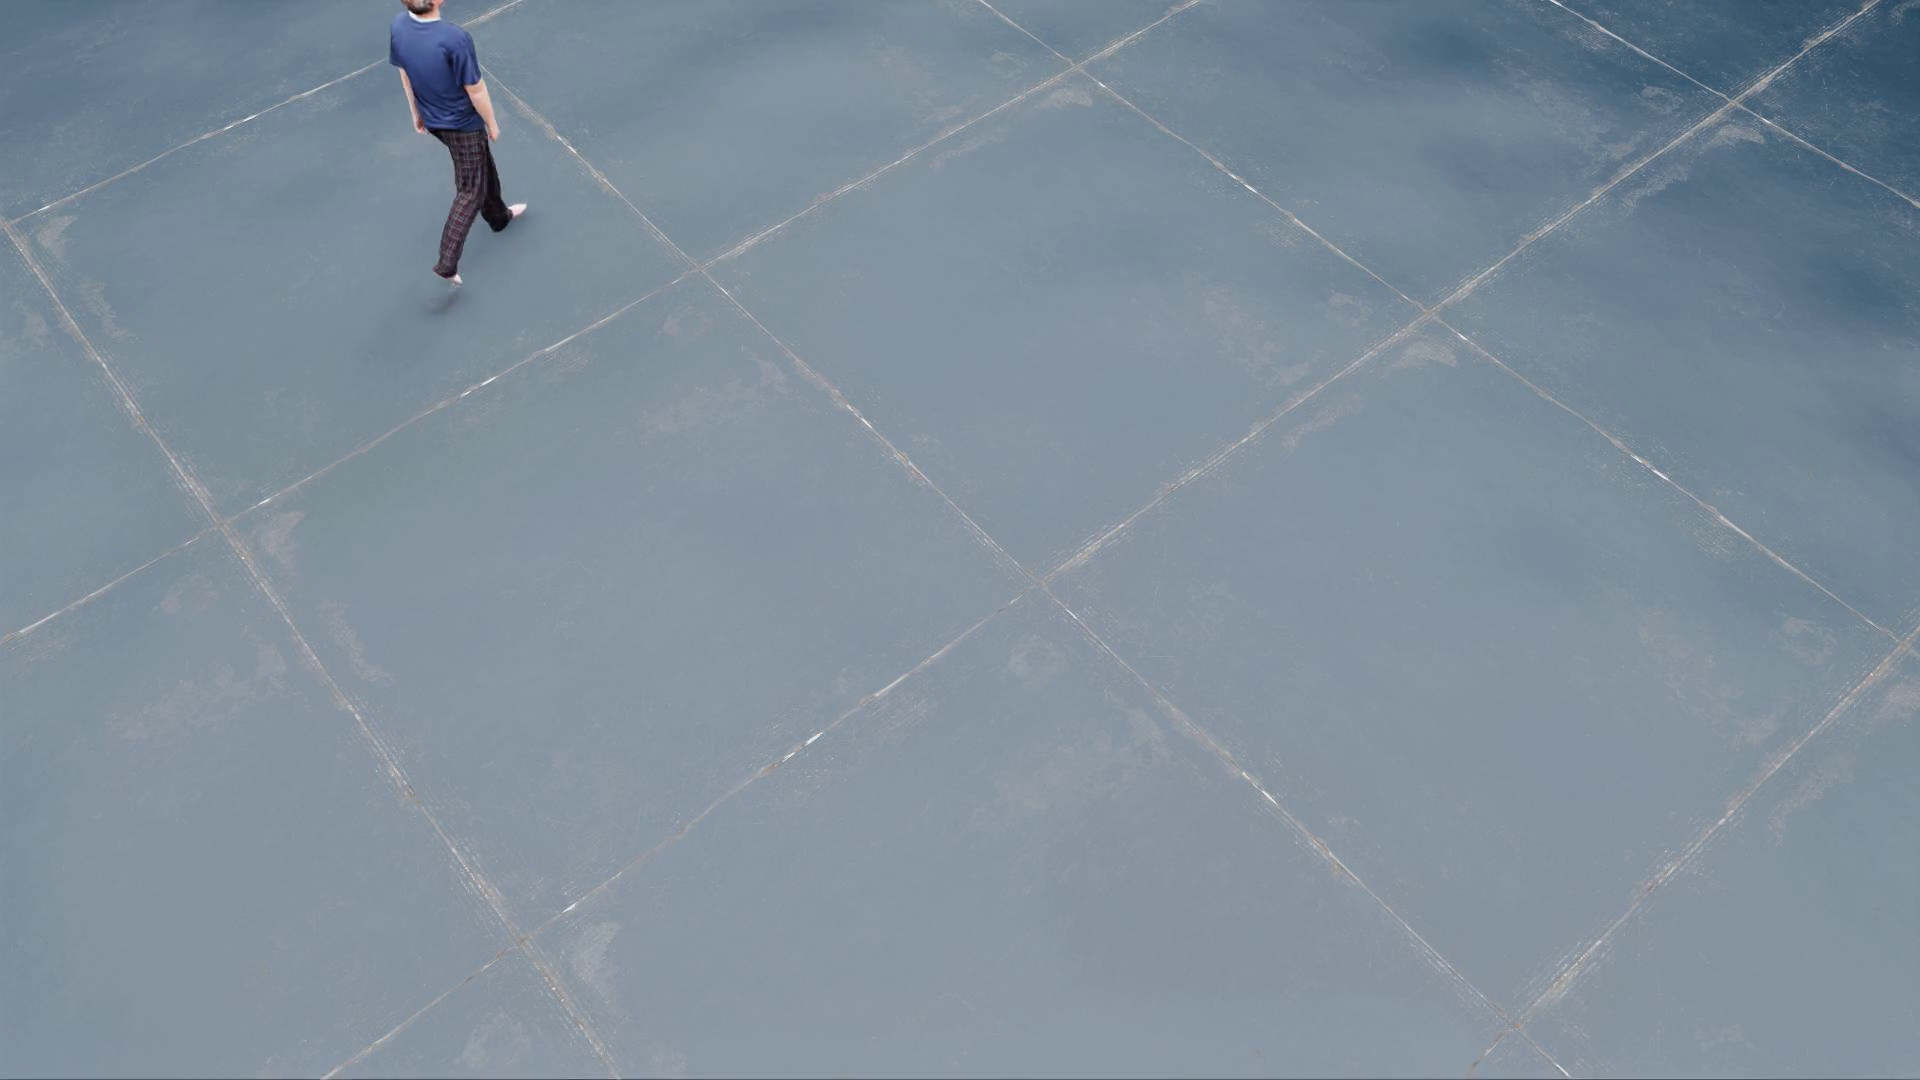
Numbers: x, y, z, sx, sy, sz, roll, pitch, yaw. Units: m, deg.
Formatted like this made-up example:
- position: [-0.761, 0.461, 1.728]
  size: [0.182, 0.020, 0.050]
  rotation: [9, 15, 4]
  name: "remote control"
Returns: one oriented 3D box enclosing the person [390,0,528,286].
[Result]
- position: [-2.821, -2.226, 9.103]
  size: [0.962, 1.840, 1.215]
  rotation: [22, 55, 16]
  name: "person"
